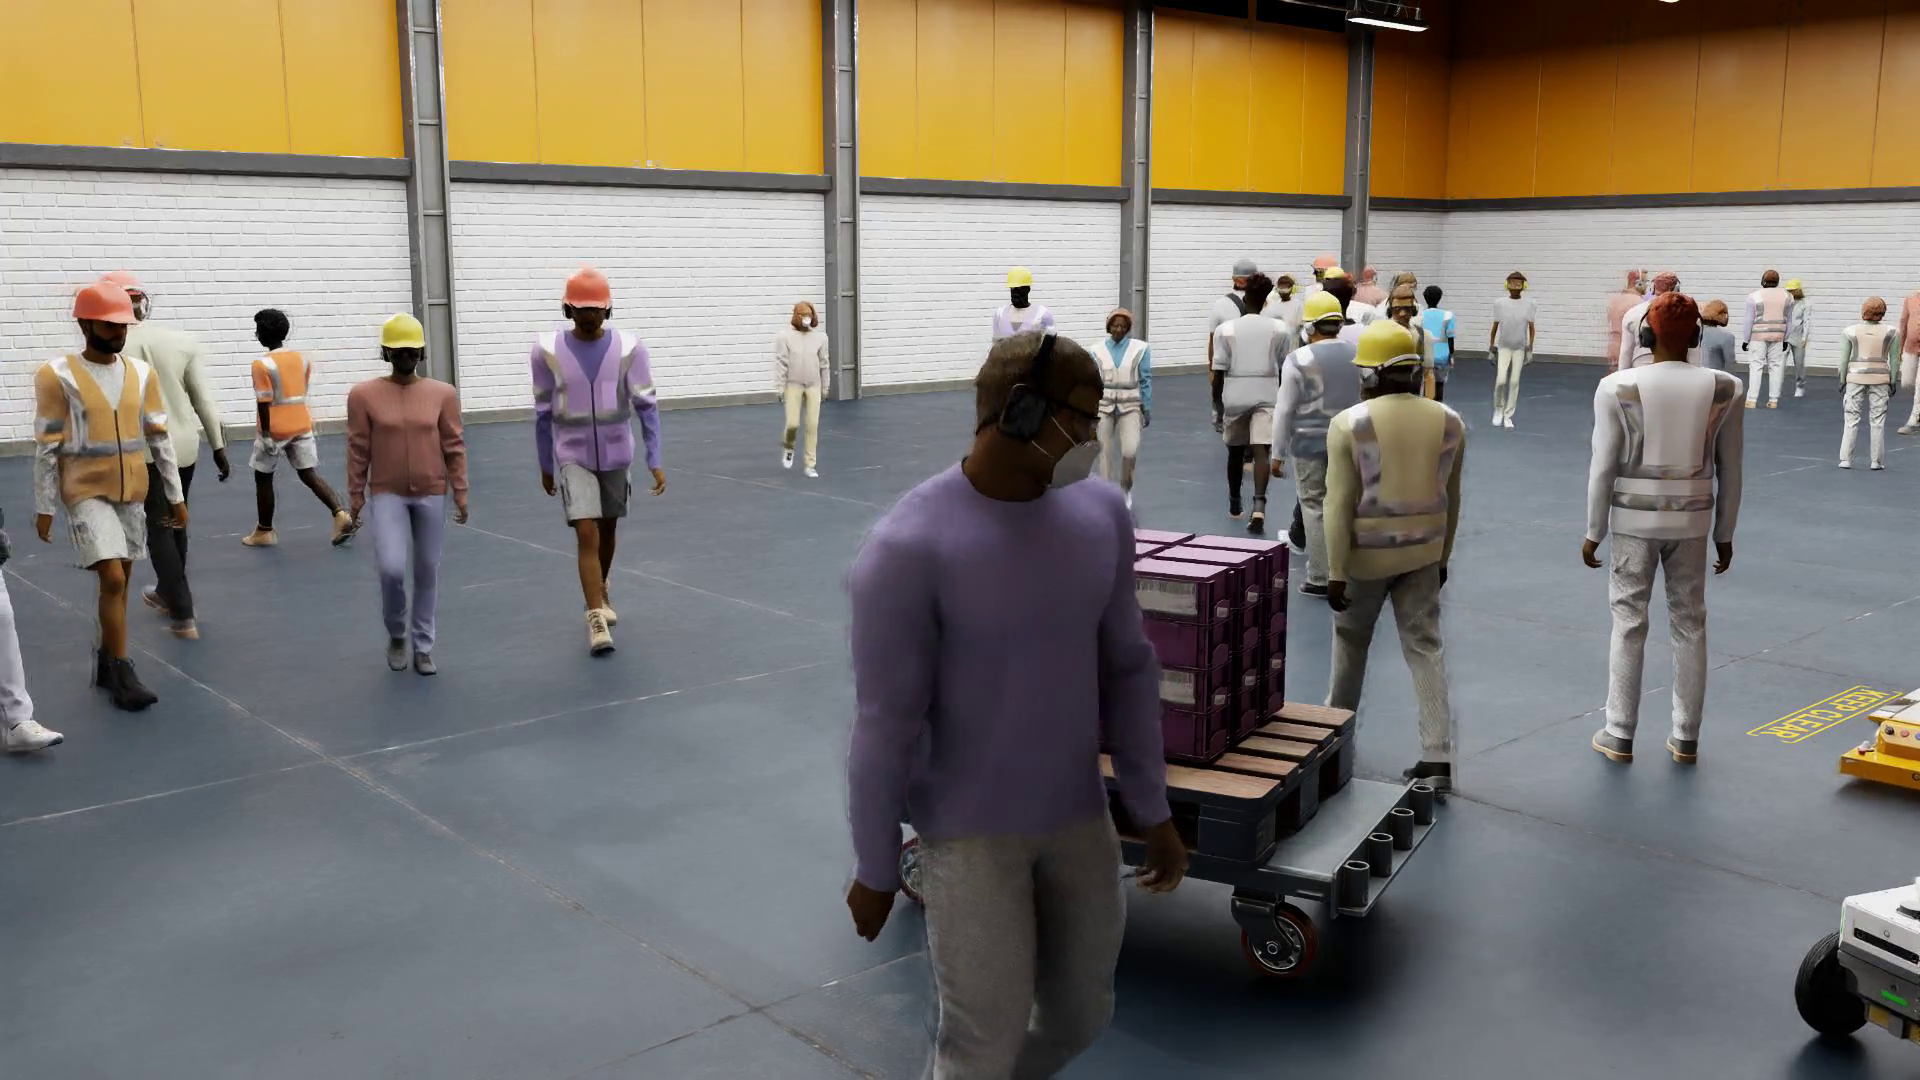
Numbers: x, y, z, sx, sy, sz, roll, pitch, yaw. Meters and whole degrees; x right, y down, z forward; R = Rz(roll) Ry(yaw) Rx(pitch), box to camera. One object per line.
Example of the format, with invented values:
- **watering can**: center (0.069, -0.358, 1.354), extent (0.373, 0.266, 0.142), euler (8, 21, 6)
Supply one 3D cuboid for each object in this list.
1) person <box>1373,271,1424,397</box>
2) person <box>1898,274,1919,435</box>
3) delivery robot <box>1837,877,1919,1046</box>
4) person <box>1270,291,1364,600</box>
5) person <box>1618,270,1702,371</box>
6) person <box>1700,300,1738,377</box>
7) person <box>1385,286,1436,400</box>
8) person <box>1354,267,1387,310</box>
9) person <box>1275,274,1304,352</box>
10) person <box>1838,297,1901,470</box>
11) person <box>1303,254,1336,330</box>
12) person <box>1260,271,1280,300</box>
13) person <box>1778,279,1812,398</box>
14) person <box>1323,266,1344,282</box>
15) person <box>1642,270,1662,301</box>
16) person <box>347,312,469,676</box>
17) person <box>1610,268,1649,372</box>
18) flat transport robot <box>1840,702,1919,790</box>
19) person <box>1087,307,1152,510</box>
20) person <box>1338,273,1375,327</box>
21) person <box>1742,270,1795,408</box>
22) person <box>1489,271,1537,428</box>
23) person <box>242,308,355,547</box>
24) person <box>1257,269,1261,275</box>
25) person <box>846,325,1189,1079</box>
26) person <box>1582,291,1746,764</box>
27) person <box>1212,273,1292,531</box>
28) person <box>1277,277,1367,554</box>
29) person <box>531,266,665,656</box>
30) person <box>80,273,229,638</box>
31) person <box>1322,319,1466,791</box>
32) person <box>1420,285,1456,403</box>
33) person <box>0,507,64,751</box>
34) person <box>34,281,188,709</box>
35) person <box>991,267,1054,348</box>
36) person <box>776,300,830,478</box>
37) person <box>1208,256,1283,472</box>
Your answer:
- **person**: center (4.269, -1.696, 16.377), extent (0.629, 1.894, 0.903), euler (-5, 11, -25)
- **person**: center (11.024, -2.193, 18.957), extent (0.812, 1.972, 0.624), euler (-5, 11, -28)
- **delivery robot**: center (2.581, 0.996, 4.177), extent (0.707, 0.478, 0.477), euler (-4, 10, -21)
- **person**: center (2.117, -0.551, 9.807), extent (0.624, 1.815, 0.459), euler (-4, 10, -21)
- **person**: center (5.950, -1.337, 14.162), extent (0.652, 1.906, 0.403), euler (4, 11, 24)
- **person**: center (7.036, -1.426, 15.544), extent (0.633, 1.612, 0.500), euler (-4, 11, -23)
- **person**: center (3.100, -0.871, 11.700), extent (0.494, 1.807, 0.779), euler (-1, 10, -7)
- **person**: center (5.801, -2.906, 23.469), extent (0.956, 1.857, 0.684), euler (-8, 13, -40)
- **person**: center (3.960, -2.259, 19.823), extent (0.915, 1.826, 0.509), euler (-9, 13, -42)
- **person**: center (8.590, -1.473, 15.739), extent (0.516, 1.641, 0.308), euler (5, 11, 28)
- **person**: center (4.221, -2.319, 19.518), extent (0.394, 2.040, 0.609), euler (-2, 10, -11)
- **person**: center (4.158, -2.837, 23.214), extent (0.642, 1.818, 0.778), euler (8, 12, 39)
- **person**: center (11.925, -2.890, 23.829), extent (0.486, 1.703, 0.881), euler (8, 13, 40)
- **person**: center (4.207, -2.175, 19.076), extent (0.468, 1.897, 0.605), euler (-5, 11, -29)
- **person**: center (9.582, -2.783, 22.825), extent (0.388, 1.835, 0.571), euler (-7, 12, -37)
- **person**: center (-2.637, -0.210, 7.985), extent (0.549, 1.750, 0.371), euler (-5, 11, -27)
- **person**: center (7.365, -2.022, 18.212), extent (0.428, 1.890, 0.665), euler (-1, 10, -4)
- **flat transport robot**: center (4.118, 0.767, 6.623), extent (1.431, 0.197, 0.652), euler (-9, 13, -43)
- **person**: center (1.221, -1.000, 12.996), extent (0.548, 1.620, 0.374), euler (2, 10, 9)
- **person**: center (3.846, -1.702, 16.469), extent (0.642, 1.844, 0.861), euler (2, 10, 11)
- **person**: center (10.727, -2.668, 22.145), extent (0.626, 1.844, 0.429), euler (1, 10, 3)
- **person**: center (6.513, -2.234, 19.620), extent (0.493, 1.847, 0.449), euler (3, 10, 15)
- **person**: center (-4.618, -0.766, 11.487), extent (0.787, 1.671, 0.533), euler (4, 10, 22)
- **person**: center (2.969, -1.885, 17.325), extent (0.582, 1.918, 0.415), euler (4, 11, 24)
- **person**: center (0.070, 0.544, 3.162), extent (0.631, 1.905, 0.648), euler (-8, 12, -39)
- **person**: center (2.792, -0.041, 6.634), extent (0.584, 1.883, 0.337), euler (1, 10, 7)
- **person**: center (2.179, -1.038, 12.451), extent (0.592, 1.910, 1.045), euler (1, 10, 7)
- **person**: center (2.455, -0.794, 11.056), extent (0.621, 1.873, 0.941), euler (-3, 10, -15)
- **person**: center (-1.907, -0.437, 8.744), extent (0.633, 1.979, 1.082), euler (-3, 10, -17)
- **person**: center (-4.386, -0.463, 8.993), extent (0.964, 1.925, 0.678), euler (9, 13, 43)
- **person**: center (1.666, 0.046, 6.428), extent (0.600, 1.783, 0.946), euler (-2, 10, -12)
- **person**: center (5.461, -2.110, 19.320), extent (0.549, 1.670, 0.679), euler (2, 10, 13)
- **person**: center (-3.993, -0.020, 6.656), extent (0.873, 1.827, 0.561), euler (7, 12, 34)
- **person**: center (-3.792, -0.200, 7.511), extent (0.827, 1.902, 0.591), euler (6, 12, 33)
- **person**: center (0.538, -1.455, 14.786), extent (0.594, 1.926, 0.367), euler (4, 11, 25)
- **person**: center (-1.447, -1.393, 15.295), extent (0.513, 1.621, 0.436), euler (-4, 10, -20)
- **person**: center (2.646, -1.625, 15.451), extent (0.681, 2.000, 0.723), euler (0, 10, -2)
